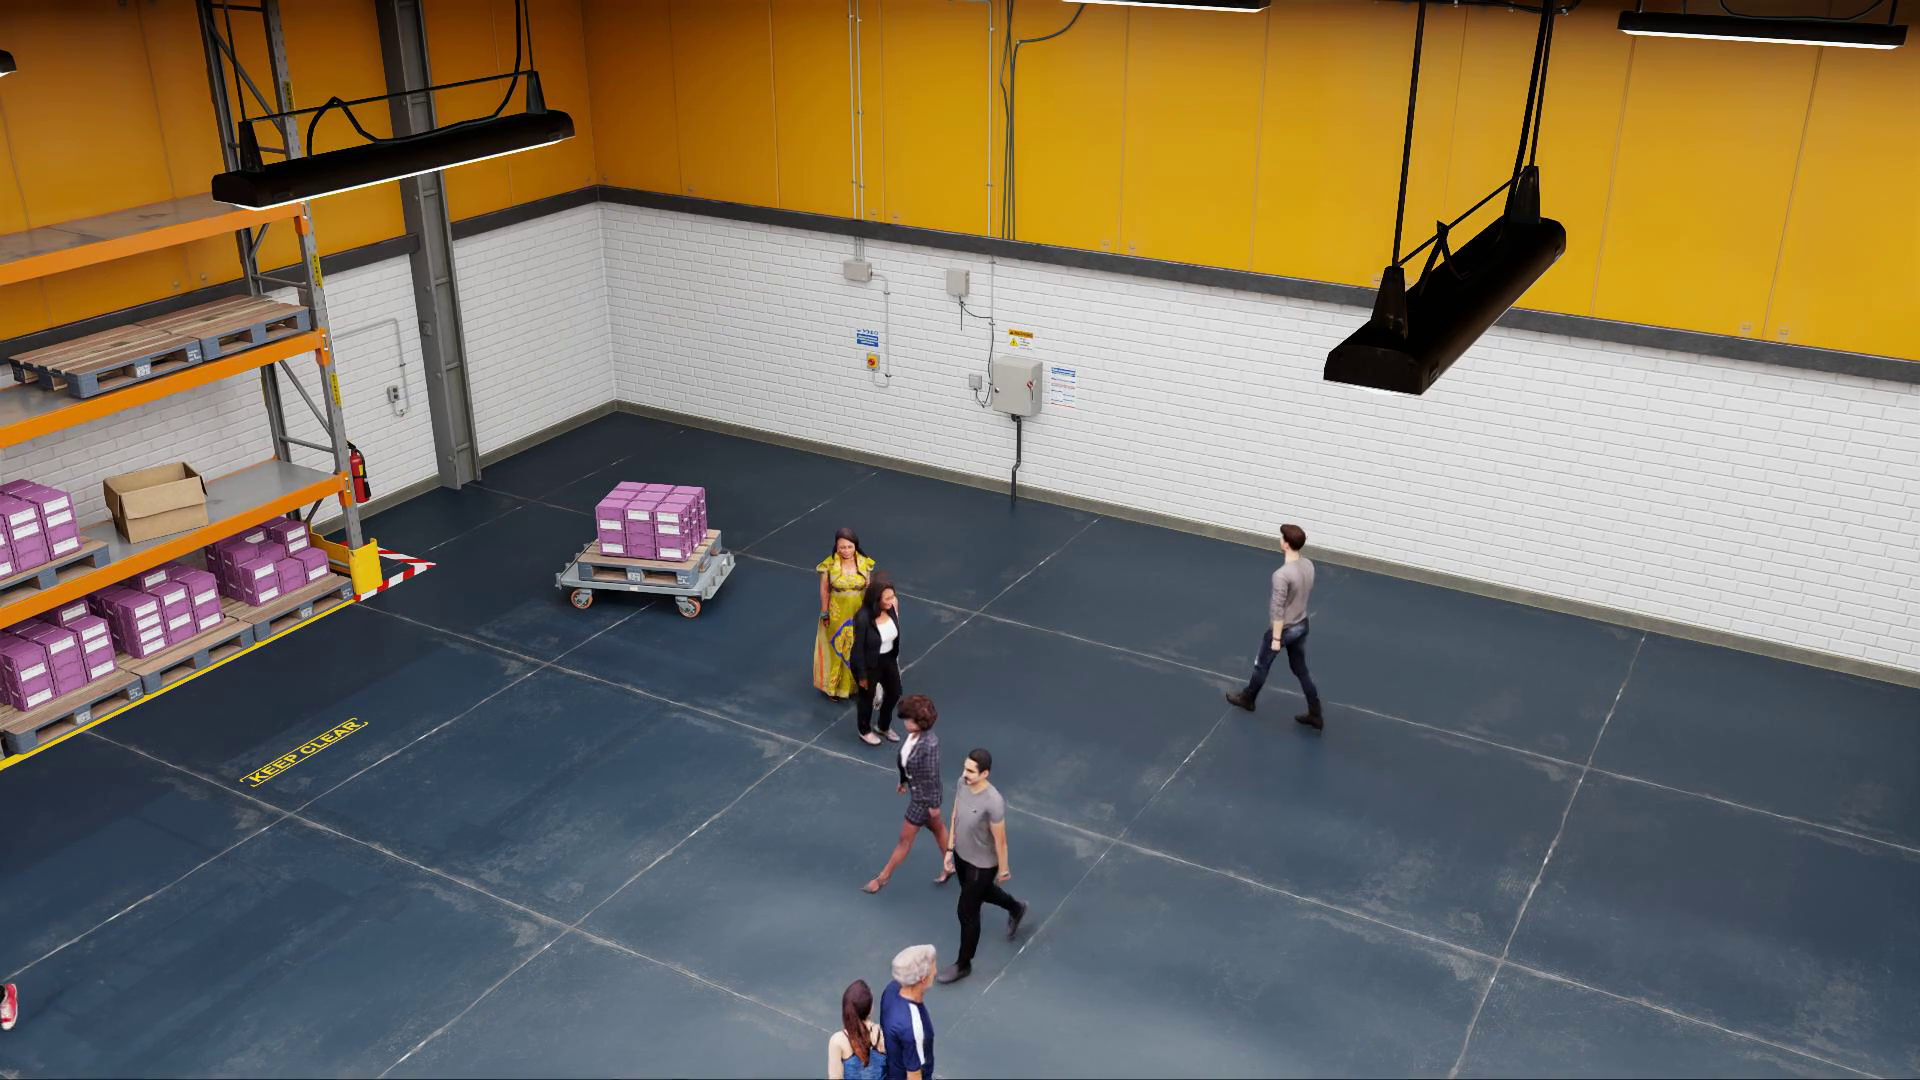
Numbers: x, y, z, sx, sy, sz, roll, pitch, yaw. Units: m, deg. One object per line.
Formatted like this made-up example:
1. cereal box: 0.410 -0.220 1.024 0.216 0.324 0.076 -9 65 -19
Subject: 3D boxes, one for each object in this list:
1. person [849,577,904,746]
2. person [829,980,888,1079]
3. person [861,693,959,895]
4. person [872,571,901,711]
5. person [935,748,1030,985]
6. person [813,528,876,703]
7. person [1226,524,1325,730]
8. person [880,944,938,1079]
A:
1. person: -0.798 1.032 14.199 0.762 1.587 0.595 16 29 33
2. person: -0.530 3.156 9.311 0.648 1.609 0.706 -6 24 -13
3. person: -0.188 1.871 12.200 1.112 1.650 1.038 -6 24 -14
4. person: -0.686 0.892 14.873 0.527 1.304 0.619 -12 26 -26
5. person: 0.181 2.160 11.444 1.185 1.726 0.927 -14 27 -30
6. person: -1.015 0.652 14.978 0.976 1.660 1.058 -9 25 -19
7. person: 2.915 0.803 14.390 1.214 1.854 1.024 -19 30 -37
8. person: -0.365 3.059 9.277 0.812 1.815 0.768 -9 25 -19
